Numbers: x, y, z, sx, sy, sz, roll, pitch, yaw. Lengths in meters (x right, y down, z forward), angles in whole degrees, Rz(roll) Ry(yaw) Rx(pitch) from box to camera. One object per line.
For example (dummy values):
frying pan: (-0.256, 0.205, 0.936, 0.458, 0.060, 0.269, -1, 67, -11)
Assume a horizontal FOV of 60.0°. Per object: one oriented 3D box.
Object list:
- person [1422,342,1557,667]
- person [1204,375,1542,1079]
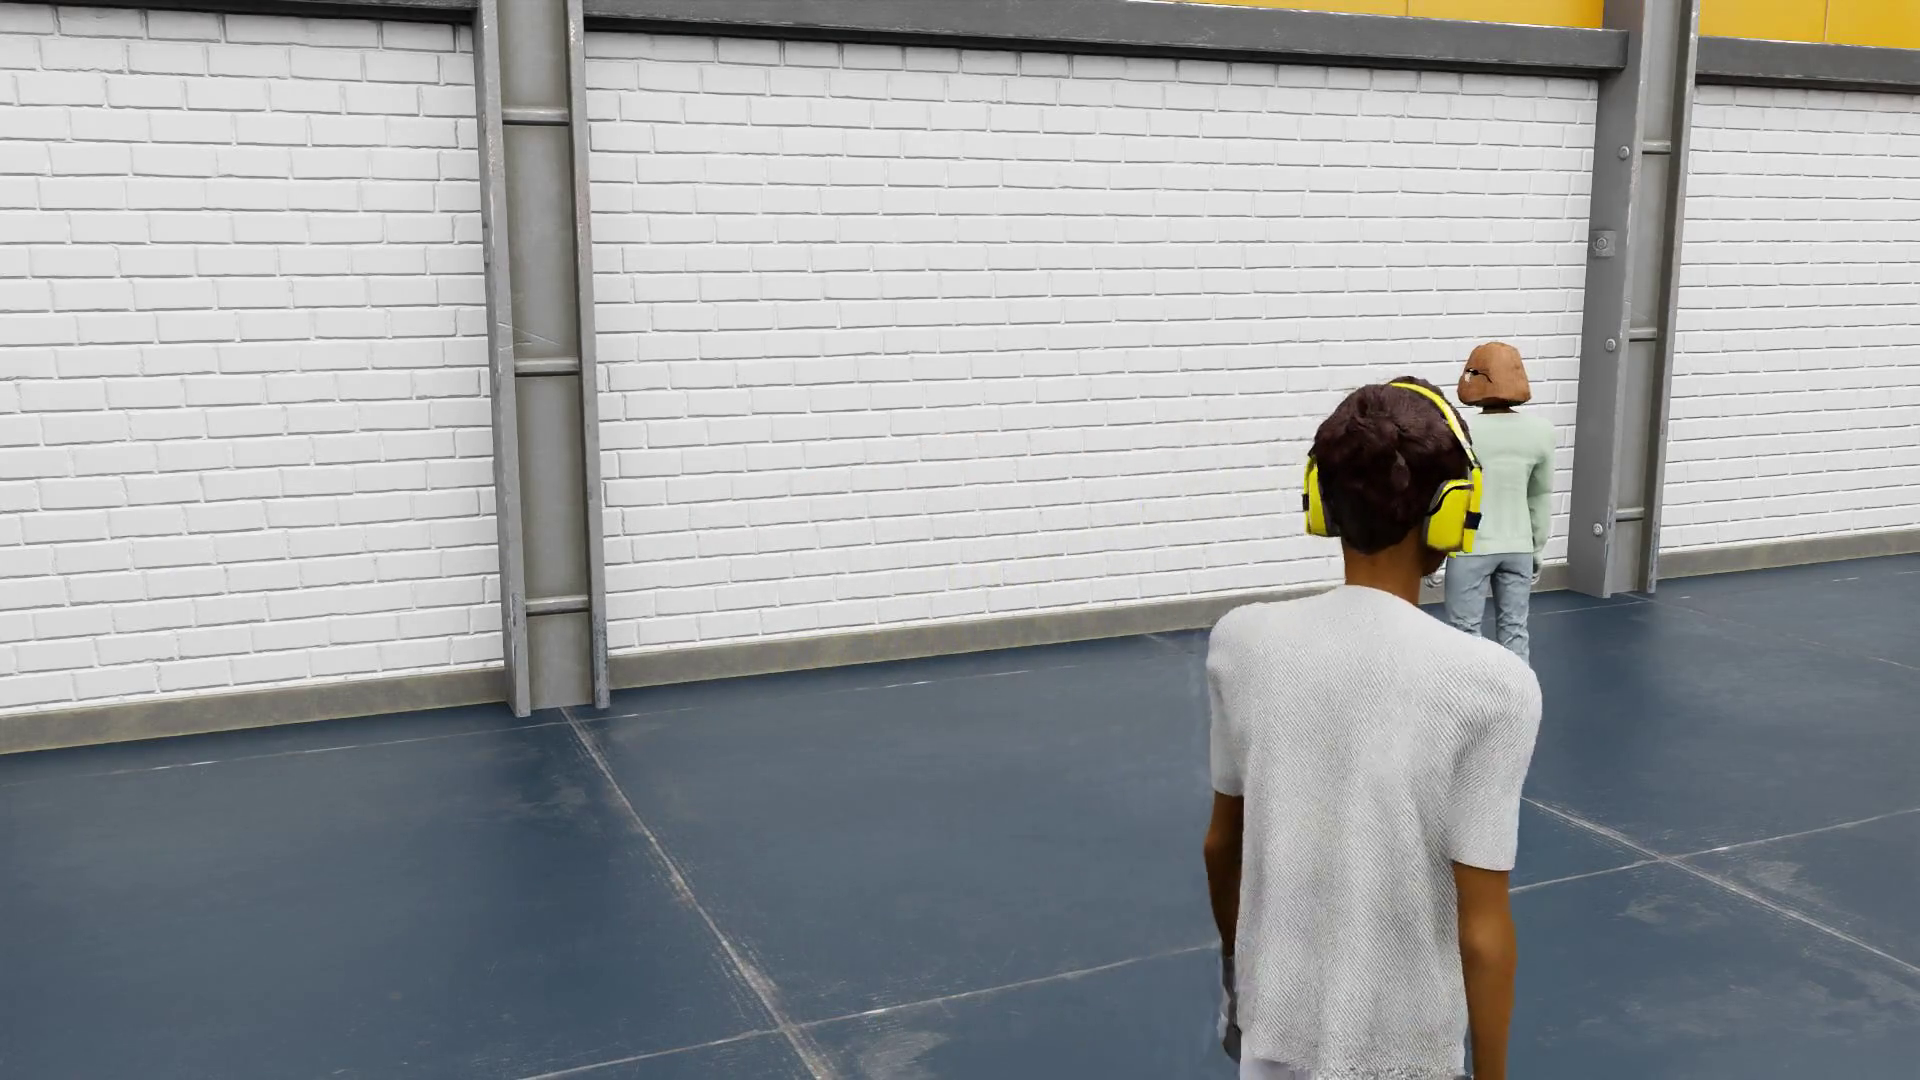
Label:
person: (2.014, 0.063, 6.367, 0.502, 1.636, 0.277, -2, 11, -12)
person: (0.619, 0.689, 2.382, 0.548, 1.827, 0.896, 9, 14, 41)
